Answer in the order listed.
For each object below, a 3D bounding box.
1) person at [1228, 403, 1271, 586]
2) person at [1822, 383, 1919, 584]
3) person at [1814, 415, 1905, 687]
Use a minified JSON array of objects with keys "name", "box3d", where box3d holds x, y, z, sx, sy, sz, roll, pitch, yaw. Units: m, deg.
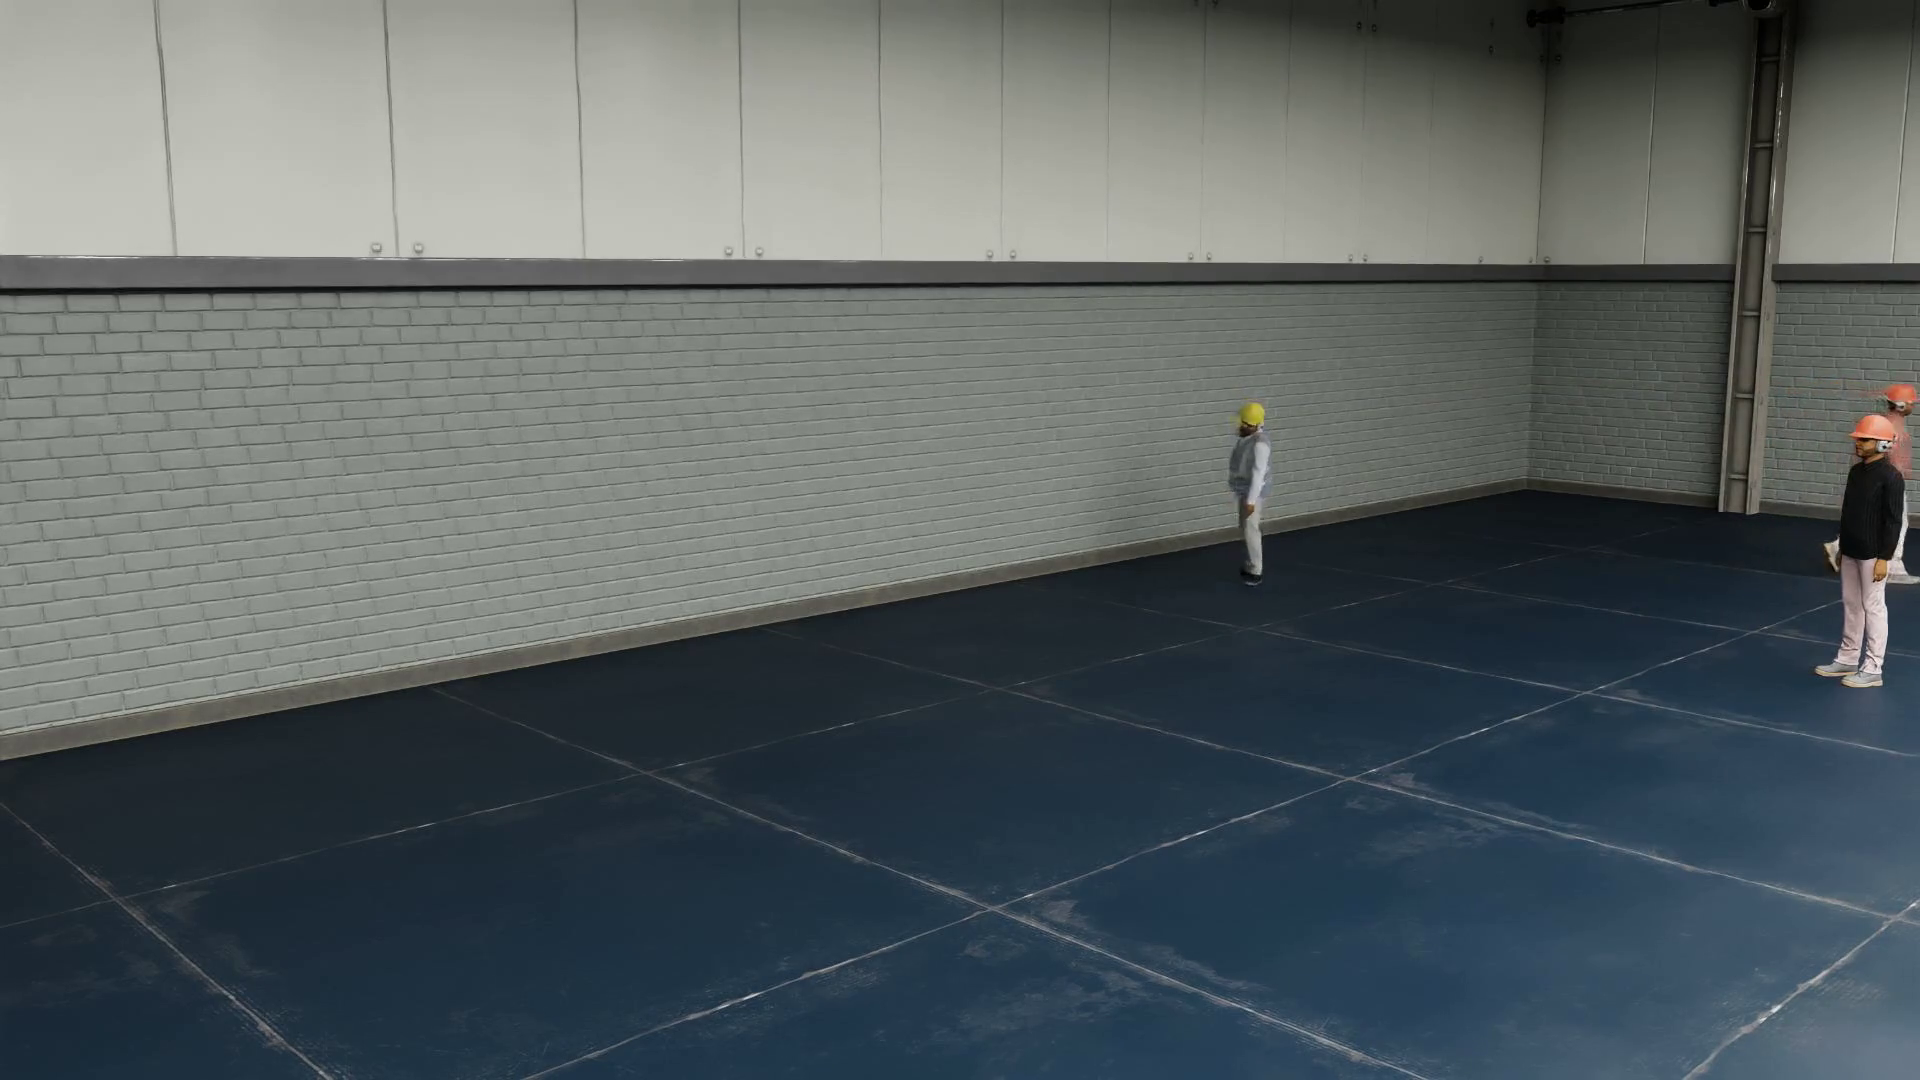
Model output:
[{"name":"person","box3d":[2.809,-0.462,16.256,0.405,1.792,0.732,-1,9,-3]},{"name":"person","box3d":[8.983,-0.555,16.247,0.786,1.971,0.624,2,9,15]},{"name":"person","box3d":[6.649,0.077,12.227,0.374,1.997,0.613,-1,9,-3]}]
